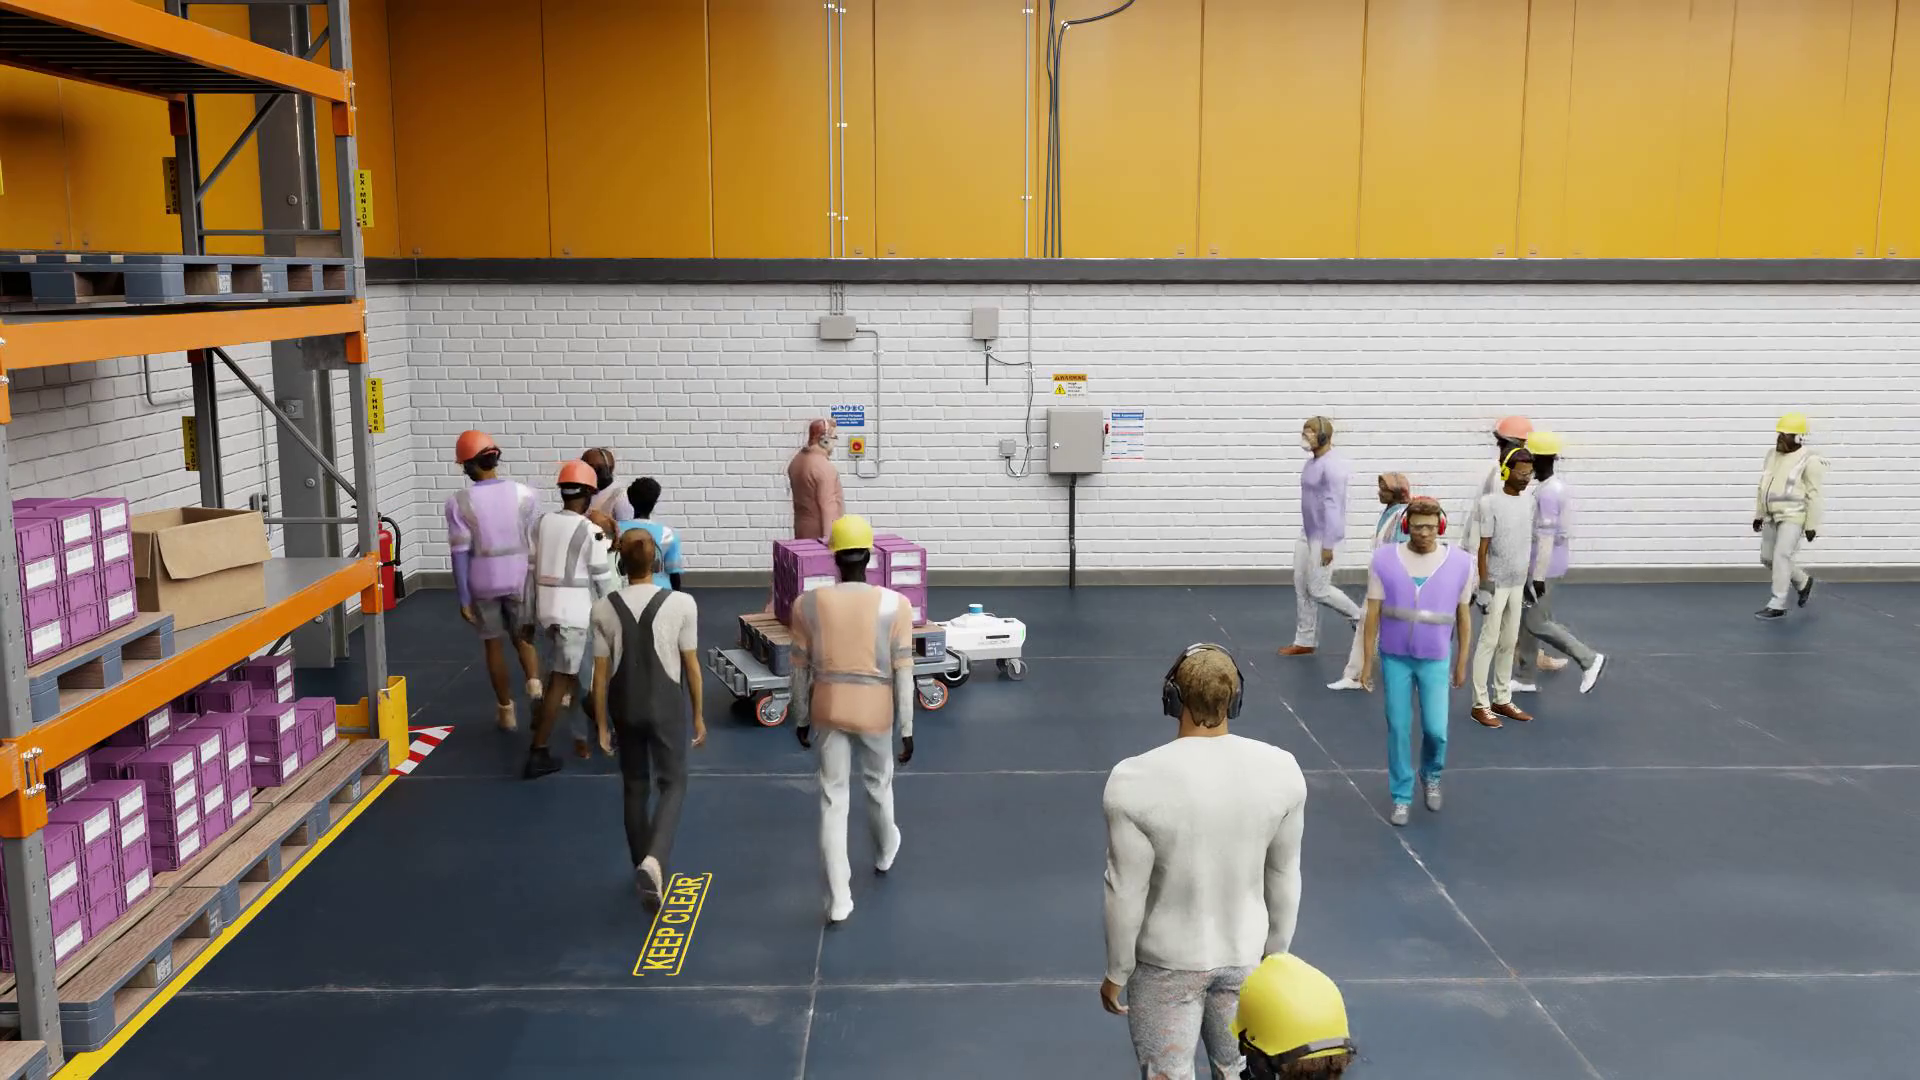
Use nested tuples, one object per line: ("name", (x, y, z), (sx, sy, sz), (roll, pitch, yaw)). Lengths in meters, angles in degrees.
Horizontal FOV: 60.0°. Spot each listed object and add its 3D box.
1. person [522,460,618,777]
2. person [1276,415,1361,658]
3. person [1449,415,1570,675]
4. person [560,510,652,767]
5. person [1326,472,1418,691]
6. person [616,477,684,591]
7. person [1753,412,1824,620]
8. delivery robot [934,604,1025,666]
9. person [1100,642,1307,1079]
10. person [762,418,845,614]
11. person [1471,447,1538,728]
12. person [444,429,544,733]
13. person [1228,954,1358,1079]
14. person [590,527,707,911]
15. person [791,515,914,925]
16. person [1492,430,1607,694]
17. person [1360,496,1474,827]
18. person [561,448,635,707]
("person", (-2.342, 0.459, 10.133), (0.559, 1.864, 0.968), (6, 11, 32))
("person", (2.848, -0.011, 12.871), (0.671, 1.917, 0.635), (-1, 9, -9))
("person", (3.951, 0.049, 12.405), (1.185, 1.970, 0.623), (2, 9, 13))
("person", (-2.183, 0.606, 10.088), (0.531, 1.580, 0.869), (-6, 11, -33))
("person", (3.117, 0.308, 11.881), (0.844, 1.604, 0.516), (-2, 9, -10))
("person", (-2.092, 0.420, 10.921), (0.561, 1.681, 0.538), (-2, 9, -13))
("person", (7.228, -0.215, 14.448), (0.646, 1.812, 0.597), (-2, 10, -13))
("delivery robot", (0.117, 0.717, 12.285), (0.707, 0.478, 0.477), (-3, 10, -16))
("person", (0.718, 1.259, 5.016), (0.635, 1.939, 0.367), (-3, 10, -15))
("person", (-1.196, -0.036, 13.211), (0.869, 1.868, 0.649), (-6, 11, -31))
("person", (3.652, 0.308, 11.082), (0.516, 1.865, 0.329), (-6, 11, -31))
("person", (-2.945, 0.298, 10.678), (0.654, 2.016, 0.643), (-5, 11, -30))
("person", (0.606, 1.645, 3.276), (0.517, 1.731, 0.805), (-3, 10, -19))
("person", (-1.485, 0.855, 7.853), (0.527, 1.824, 0.675), (0, 9, 2))
("person", (-0.506, 0.812, 7.966), (0.597, 1.867, 0.996), (1, 9, 4))
("person", (4.183, 0.178, 11.721), (0.668, 1.911, 0.591), (3, 10, 16))
("person", (2.487, 0.653, 9.084), (0.560, 1.823, 0.439), (3, 10, 18))
("person", (-2.479, 0.231, 11.788), (0.946, 1.799, 0.622), (-8, 12, -41))
